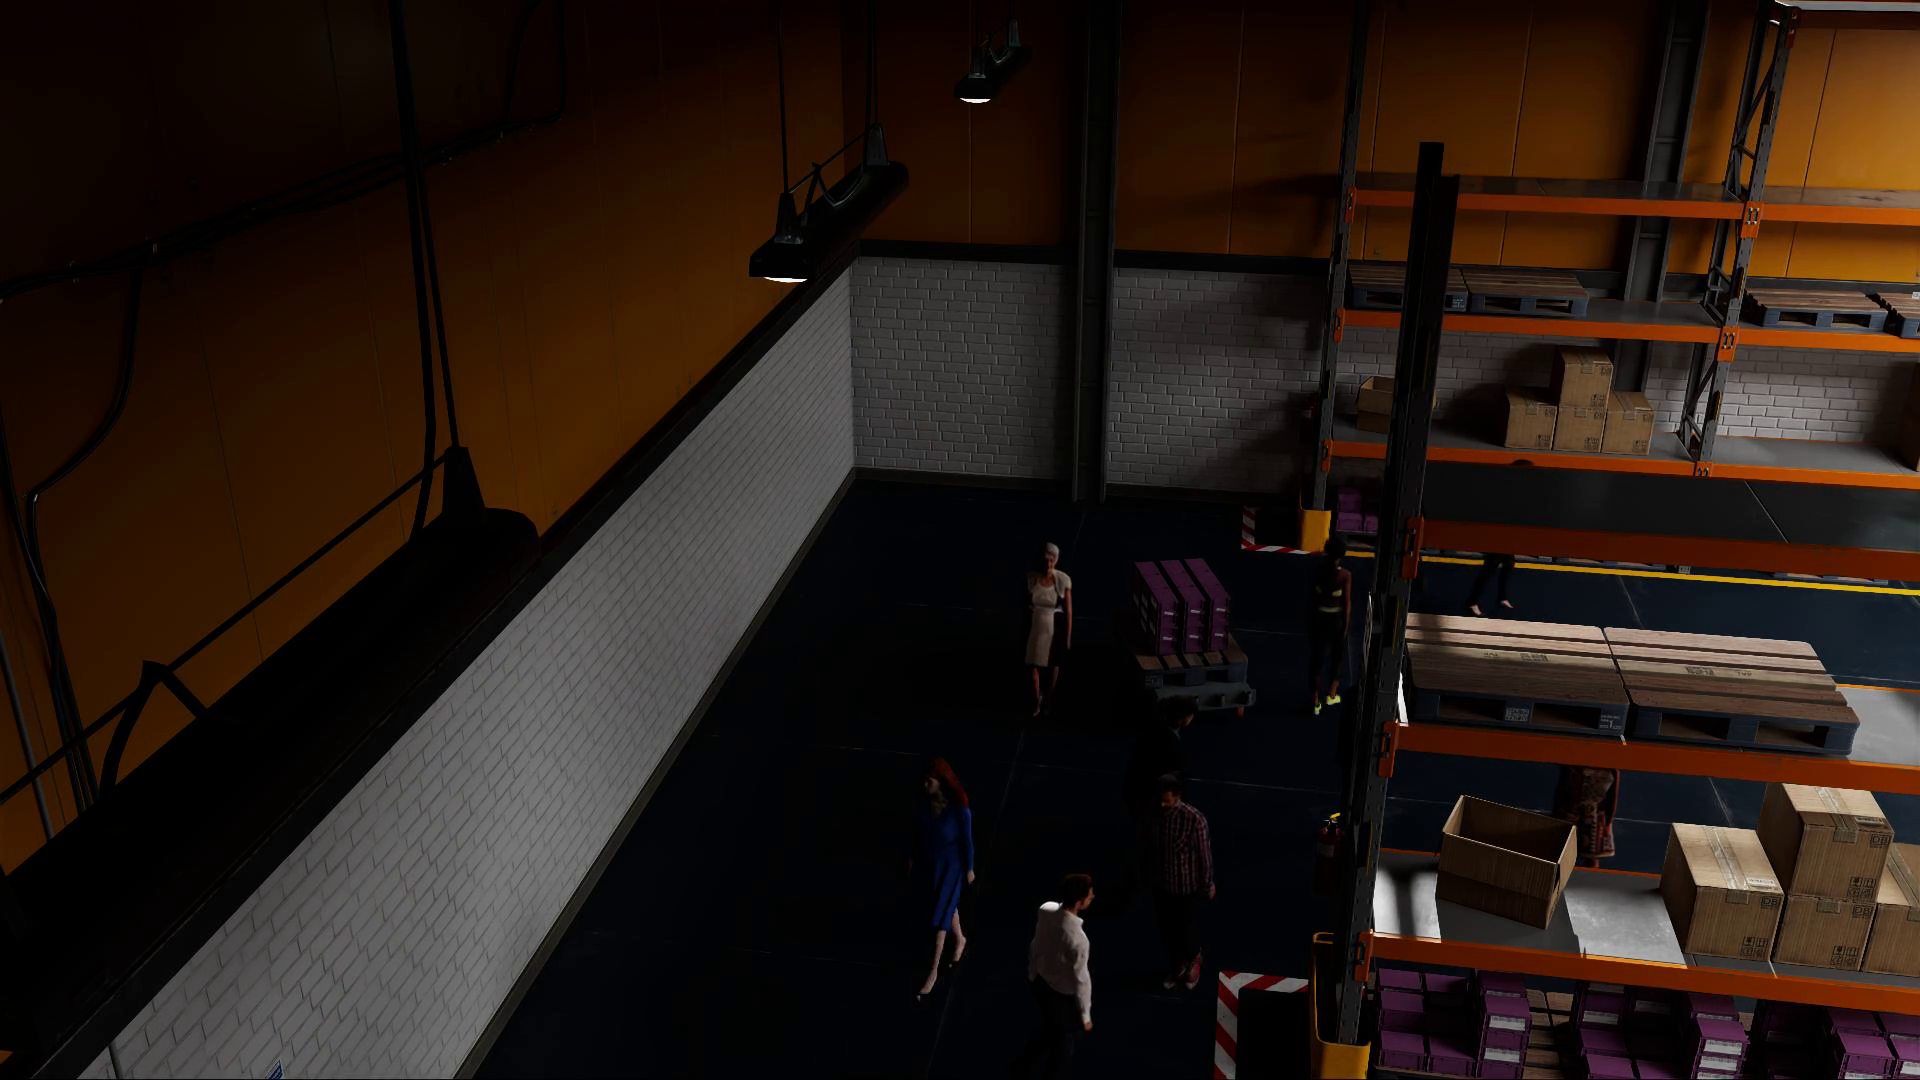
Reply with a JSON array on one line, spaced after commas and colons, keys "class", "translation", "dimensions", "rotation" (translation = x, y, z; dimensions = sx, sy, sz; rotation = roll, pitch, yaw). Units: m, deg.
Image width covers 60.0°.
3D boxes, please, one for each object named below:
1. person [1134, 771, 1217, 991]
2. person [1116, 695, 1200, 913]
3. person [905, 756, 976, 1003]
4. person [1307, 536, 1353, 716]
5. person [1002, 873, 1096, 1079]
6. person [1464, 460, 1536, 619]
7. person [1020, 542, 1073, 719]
[{"class": "person", "translation": [1.559, 2.344, 11.668], "dimensions": [0.749, 1.742, 0.889], "rotation": [14, 27, 28]}, {"class": "person", "translation": [1.367, 2.000, 12.343], "dimensions": [1.163, 1.833, 1.088], "rotation": [-16, 28, -32]}, {"class": "person", "translation": [-0.060, 2.286, 11.732], "dimensions": [0.970, 1.797, 0.929], "rotation": [17, 29, 34]}, {"class": "person", "translation": [3.312, 0.816, 15.165], "dimensions": [0.615, 1.742, 0.691], "rotation": [10, 26, 23]}, {"class": "person", "translation": [0.529, 2.868, 10.332], "dimensions": [0.965, 1.851, 0.899], "rotation": [-13, 27, -27]}, {"class": "person", "translation": [5.455, 0.009, 16.987], "dimensions": [0.837, 1.760, 0.665], "rotation": [0, 24, 0]}, {"class": "person", "translation": [0.795, 0.797, 15.210], "dimensions": [0.627, 1.739, 0.704], "rotation": [5, 24, 10]}]
